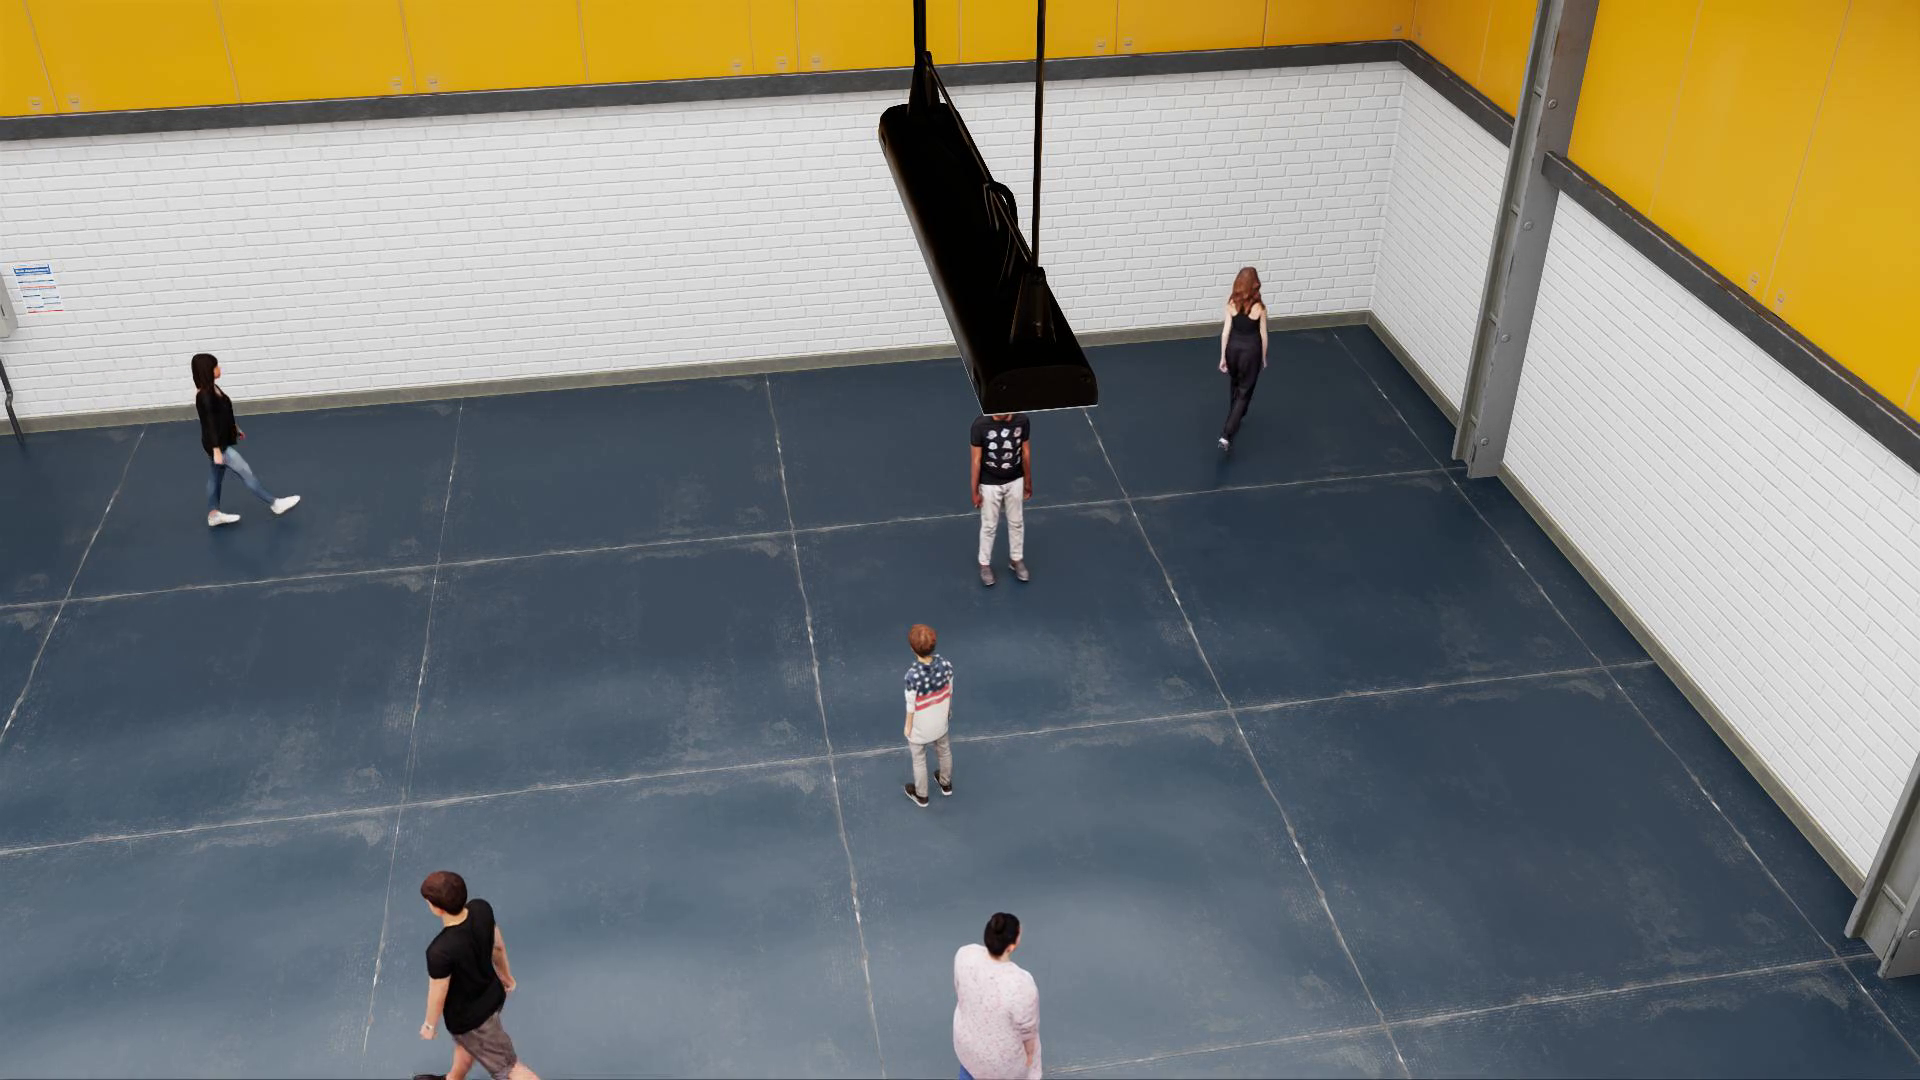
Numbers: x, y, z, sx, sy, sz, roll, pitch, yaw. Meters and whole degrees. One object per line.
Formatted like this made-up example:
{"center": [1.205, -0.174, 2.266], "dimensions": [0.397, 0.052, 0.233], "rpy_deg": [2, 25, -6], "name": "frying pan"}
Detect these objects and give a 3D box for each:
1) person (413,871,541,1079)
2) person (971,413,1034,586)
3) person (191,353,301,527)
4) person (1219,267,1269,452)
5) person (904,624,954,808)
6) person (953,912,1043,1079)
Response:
{"center": [-2.509, 2.524, 8.891], "dimensions": [1.021, 1.818, 1.239], "rpy_deg": [7, 34, 11], "name": "person"}
{"center": [0.331, -0.475, 13.419], "dimensions": [0.677, 1.799, 0.614], "rpy_deg": [-9, 35, -13], "name": "person"}
{"center": [-6.354, -0.813, 14.095], "dimensions": [0.826, 1.613, 1.004], "rpy_deg": [-14, 36, -20], "name": "person"}
{"center": [2.570, -1.631, 15.234], "dimensions": [0.994, 1.716, 1.166], "rpy_deg": [15, 36, 21], "name": "person"}
{"center": [-0.218, 1.175, 11.262], "dimensions": [0.581, 1.439, 0.578], "rpy_deg": [-20, 38, -27], "name": "person"}
{"center": [0.171, 2.615, 8.822], "dimensions": [0.780, 1.741, 0.857], "rpy_deg": [26, 41, 33], "name": "person"}
